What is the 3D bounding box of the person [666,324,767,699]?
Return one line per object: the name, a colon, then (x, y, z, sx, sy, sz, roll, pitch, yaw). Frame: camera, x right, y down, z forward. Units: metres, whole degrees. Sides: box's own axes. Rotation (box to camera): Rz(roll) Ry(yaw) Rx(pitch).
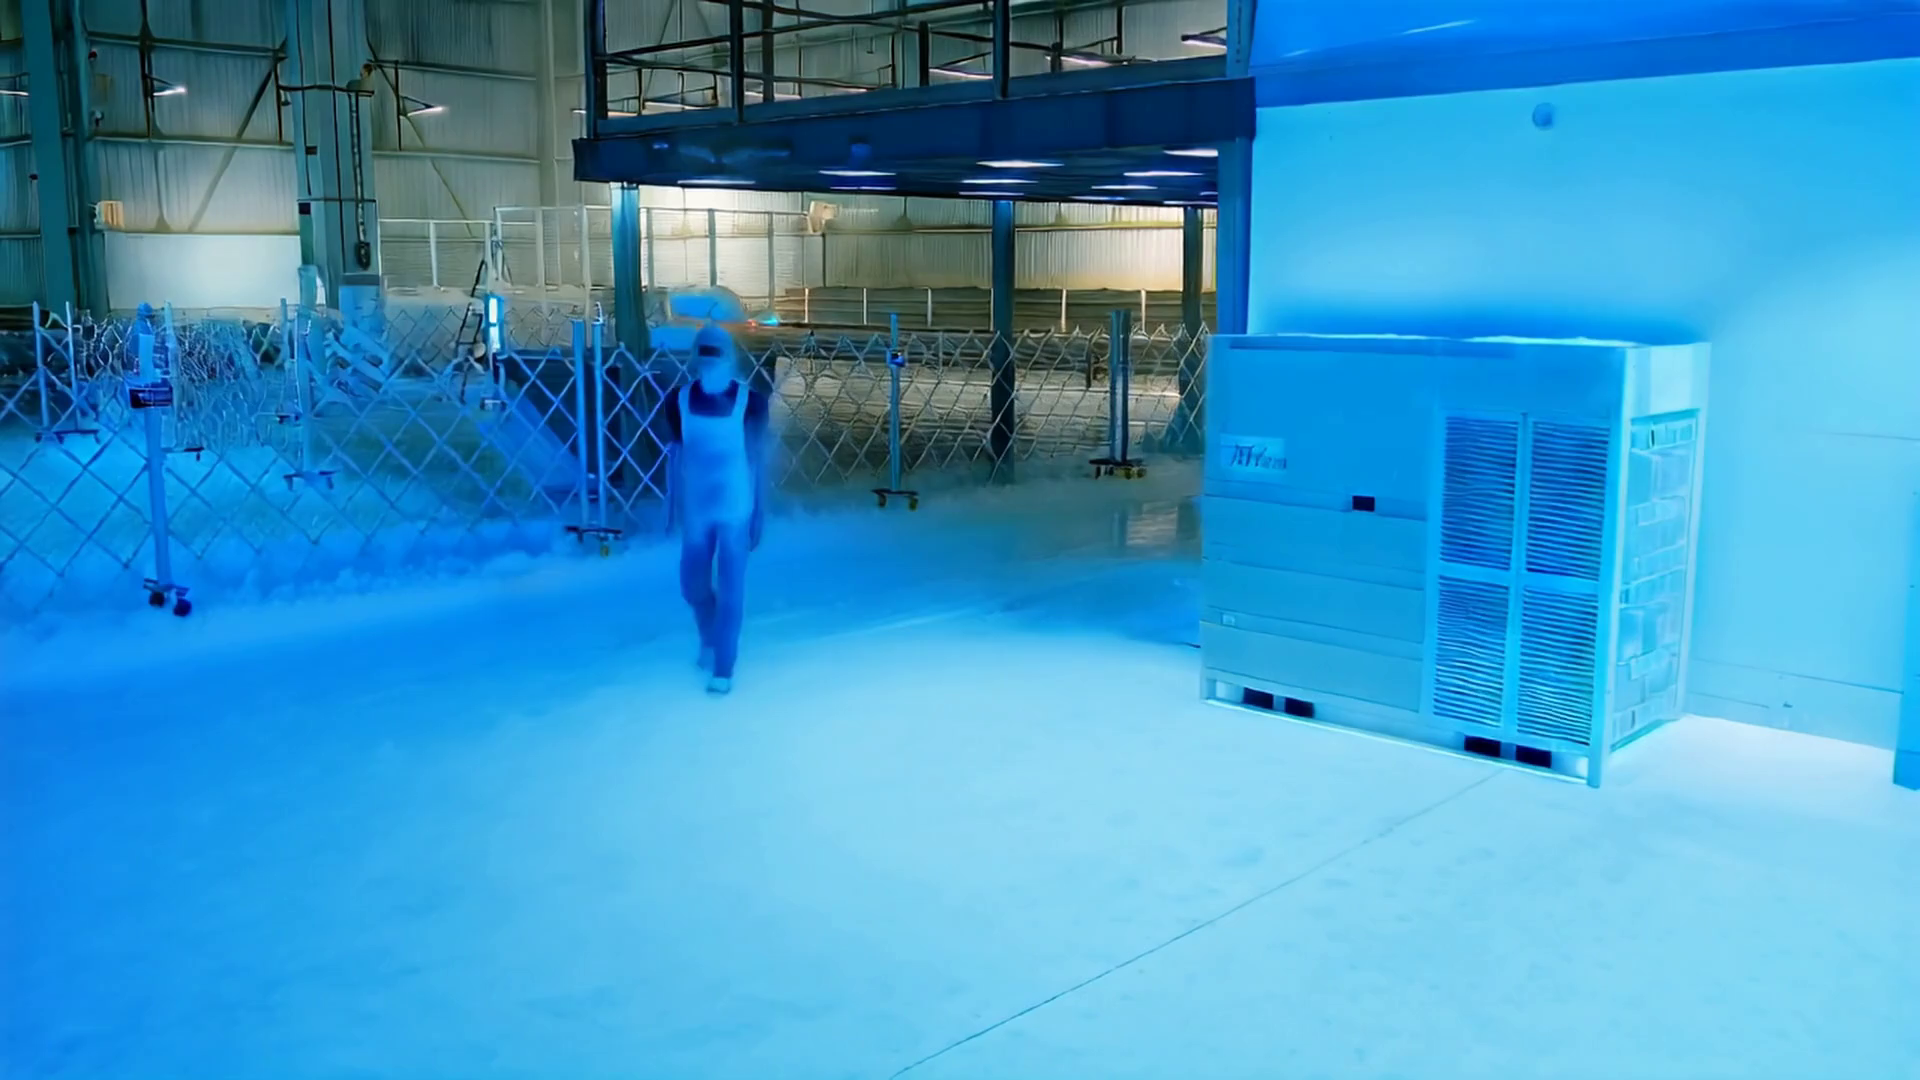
person: (-1.172, -0.149, 8.108, 0.520, 1.819, 0.540, 1, 9, 4)
